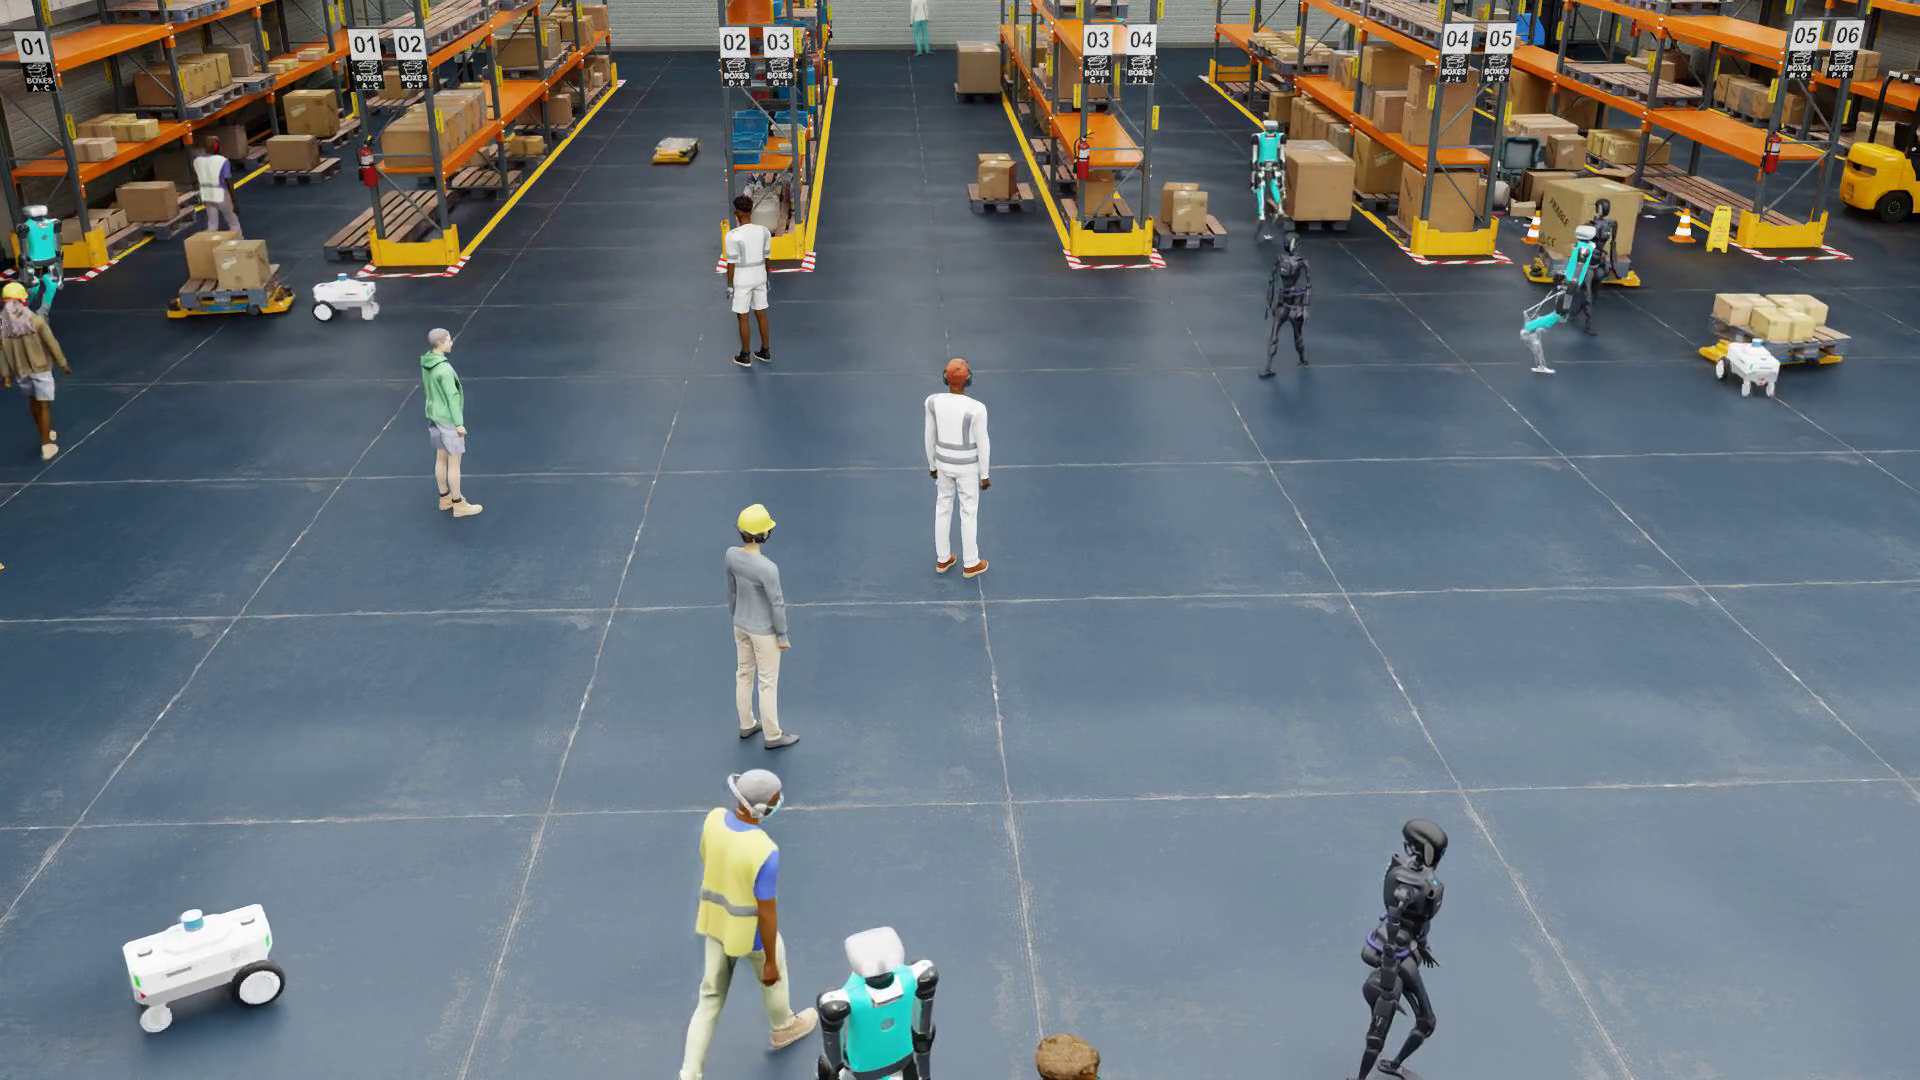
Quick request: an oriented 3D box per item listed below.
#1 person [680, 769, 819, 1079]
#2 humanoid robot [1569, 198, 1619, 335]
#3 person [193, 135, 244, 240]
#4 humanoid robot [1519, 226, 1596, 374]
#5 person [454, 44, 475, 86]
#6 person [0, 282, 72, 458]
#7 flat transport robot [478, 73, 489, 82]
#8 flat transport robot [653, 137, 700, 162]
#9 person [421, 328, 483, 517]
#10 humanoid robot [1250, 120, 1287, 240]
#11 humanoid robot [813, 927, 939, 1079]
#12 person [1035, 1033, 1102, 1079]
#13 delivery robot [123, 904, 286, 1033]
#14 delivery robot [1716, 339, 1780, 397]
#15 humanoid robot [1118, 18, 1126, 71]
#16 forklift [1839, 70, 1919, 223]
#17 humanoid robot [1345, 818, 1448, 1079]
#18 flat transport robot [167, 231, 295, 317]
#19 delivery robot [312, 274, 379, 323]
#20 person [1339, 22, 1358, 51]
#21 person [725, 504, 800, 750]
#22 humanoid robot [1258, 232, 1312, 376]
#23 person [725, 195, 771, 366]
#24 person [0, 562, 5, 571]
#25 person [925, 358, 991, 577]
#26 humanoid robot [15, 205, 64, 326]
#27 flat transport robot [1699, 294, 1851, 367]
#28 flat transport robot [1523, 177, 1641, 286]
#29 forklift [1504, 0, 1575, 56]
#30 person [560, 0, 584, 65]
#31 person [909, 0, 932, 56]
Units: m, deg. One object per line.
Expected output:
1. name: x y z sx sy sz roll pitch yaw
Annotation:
1. person: -1.107 1.934 8.205 0.573 1.832 1.007 15 28 30
2. humanoid robot: 7.760 -3.373 20.388 0.601 1.655 0.728 -7 25 -16
3. person: -10.381 -4.759 23.311 0.617 1.774 1.003 4 24 8
4. humanoid robot: 6.603 -2.625 18.646 0.790 1.833 0.530 8 25 17
5. person: -11.255 -11.109 37.672 0.537 1.699 0.317 -1 24 -1
6. person: -9.174 -1.725 16.541 0.546 1.736 0.743 -3 24 -6
7. flat transport robot: -10.517 -10.895 38.953 1.431 0.231 0.659 -9 26 -20
8. flat transport robot: -5.212 -7.183 30.612 0.659 0.231 1.431 0 24 0
9. person: -4.654 -1.064 15.052 0.317 1.739 0.482 -21 31 -39
10. humanoid robot: 4.538 -5.167 24.343 0.539 1.830 0.741 -1 24 -3
11. humanoid robot: -0.452 2.356 7.397 0.550 1.793 0.788 -12 26 -24
12. person: 0.365 2.681 6.425 0.359 1.915 0.499 3 24 7
13. delivery robot: -4.102 2.272 9.008 0.785 0.587 0.499 -14 28 -29
14. delivery robot: 8.796 -1.944 18.484 0.499 0.591 0.781 1 24 3
15. humanoid robot: 3.810 -11.979 39.607 0.545 1.771 0.911 -15 28 -30
16. forklift: 15.132 -6.143 25.915 2.313 2.155 1.214 -1 24 -2
17. humanoid robot: 2.139 2.060 8.113 0.376 1.644 0.598 15 28 30
18. flat transport robot: -9.353 -3.064 21.357 1.431 0.231 0.659 -4 24 -10
19. delivery robot: -7.781 -3.053 21.004 0.816 0.613 0.499 -2 24 -4
20. person: 9.667 -12.859 41.501 0.753 1.774 0.612 -4 24 -8
21. person: -1.363 0.586 11.313 0.524 1.769 0.313 20 31 38
22. humanoid robot: 3.742 -2.656 18.785 0.598 1.644 0.789 22 32 40
23. person: -2.423 -2.974 19.090 0.596 1.958 0.377 -21 31 -38
24. person: -8.365 -0.563 13.754 0.381 1.891 0.563 14 28 28
25. person: -0.009 -0.596 13.827 0.578 1.884 0.353 12 27 24
26. humanoid robot: -10.900 -3.034 19.616 0.785 1.889 0.569 13 27 26
27. flat transport robot: 9.483 -2.204 19.424 1.431 0.231 0.659 -5 25 -12
28. flat transport robot: 8.477 -3.665 22.708 1.431 0.231 0.659 4 24 8
29. forklift: 14.700 -13.805 42.301 1.873 2.768 1.129 -1 24 -2
30. person: -9.532 -12.518 40.704 0.945 1.810 0.506 6 25 14
31. person: -1.012 -13.270 42.503 0.396 1.718 0.696 20 31 37
